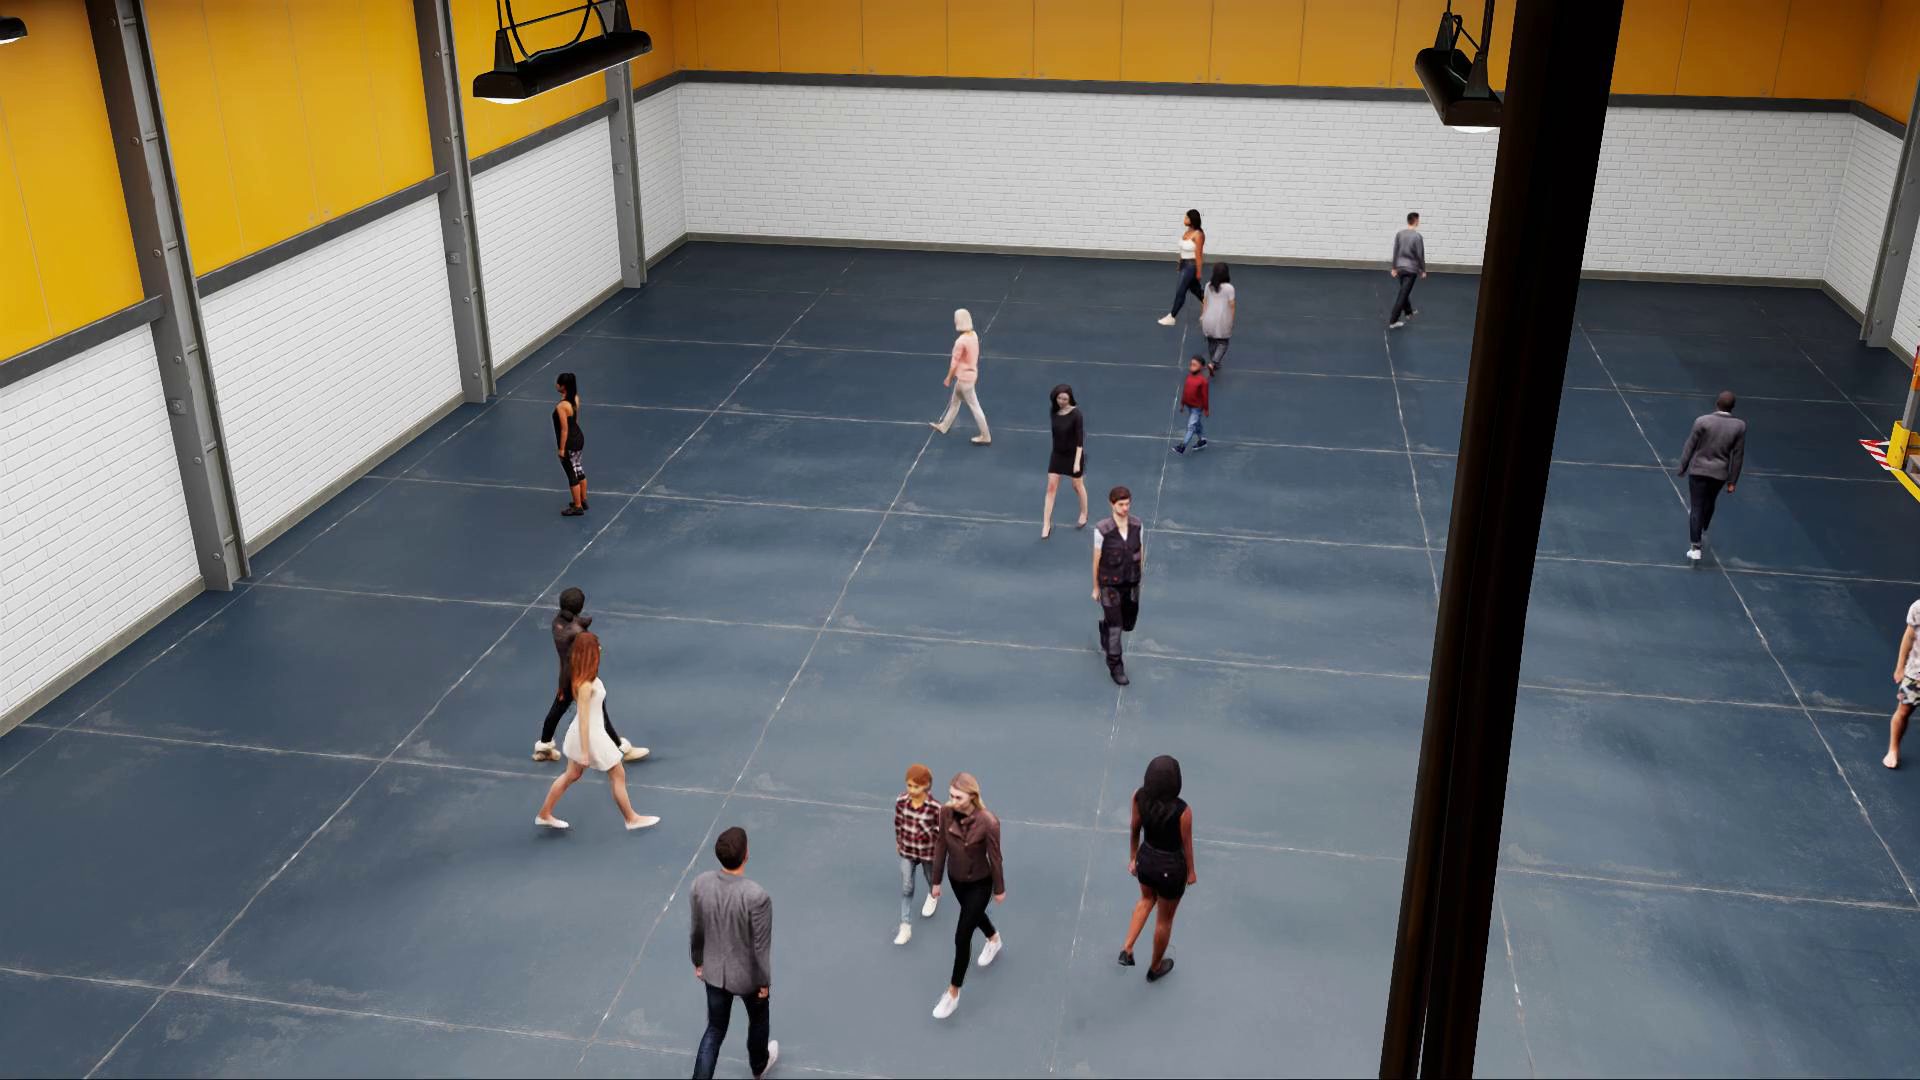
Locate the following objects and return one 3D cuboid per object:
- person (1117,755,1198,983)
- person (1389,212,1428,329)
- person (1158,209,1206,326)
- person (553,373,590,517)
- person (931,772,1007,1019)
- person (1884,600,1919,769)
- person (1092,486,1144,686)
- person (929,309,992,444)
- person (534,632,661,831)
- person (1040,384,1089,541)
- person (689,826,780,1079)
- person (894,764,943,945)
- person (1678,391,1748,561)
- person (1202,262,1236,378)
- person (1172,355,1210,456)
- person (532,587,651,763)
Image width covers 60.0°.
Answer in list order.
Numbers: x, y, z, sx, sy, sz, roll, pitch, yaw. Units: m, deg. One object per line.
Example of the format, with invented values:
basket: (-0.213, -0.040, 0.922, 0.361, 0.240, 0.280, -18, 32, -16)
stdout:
person: (1.270, 2.209, 10.921, 0.766, 1.726, 0.836, 20, 30, 37)
person: (6.748, -4.069, 25.281, 1.095, 1.728, 1.023, -16, 28, -32)
person: (3.612, -4.129, 25.374, 1.007, 1.762, 1.224, -4, 24, -10)
person: (-4.338, -1.087, 18.543, 0.632, 1.661, 0.439, 4, 24, 8)
person: (0.105, 2.226, 10.973, 0.939, 1.653, 1.203, 15, 28, 31)
person: (7.903, 1.028, 13.518, 0.720, 1.810, 0.647, 9, 25, 20)
person: (1.392, 0.365, 15.009, 0.953, 1.830, 1.104, -9, 25, -19)
person: (0.155, -1.978, 20.558, 0.813, 1.678, 1.083, 9, 25, 20)
person: (-2.911, 1.515, 12.591, 0.987, 1.661, 1.172, -6, 24, -14)
person: (1.202, -0.876, 17.941, 0.928, 1.757, 1.157, 19, 30, 37)
person: (-1.371, 2.614, 9.855, 0.793, 1.838, 1.197, 7, 25, 16)
person: (-0.254, 2.132, 11.663, 0.614, 1.272, 0.905, 7, 25, 16)
person: (7.817, -0.638, 17.373, 0.746, 1.775, 1.162, 6, 24, 12)
person: (3.552, -3.039, 23.097, 0.826, 1.589, 0.993, 15, 28, 30)
person: (2.927, -1.663, 20.398, 0.903, 1.230, 0.851, -15, 28, -31)
person: (-2.984, 1.094, 13.579, 1.164, 1.640, 1.138, 9, 25, 19)
